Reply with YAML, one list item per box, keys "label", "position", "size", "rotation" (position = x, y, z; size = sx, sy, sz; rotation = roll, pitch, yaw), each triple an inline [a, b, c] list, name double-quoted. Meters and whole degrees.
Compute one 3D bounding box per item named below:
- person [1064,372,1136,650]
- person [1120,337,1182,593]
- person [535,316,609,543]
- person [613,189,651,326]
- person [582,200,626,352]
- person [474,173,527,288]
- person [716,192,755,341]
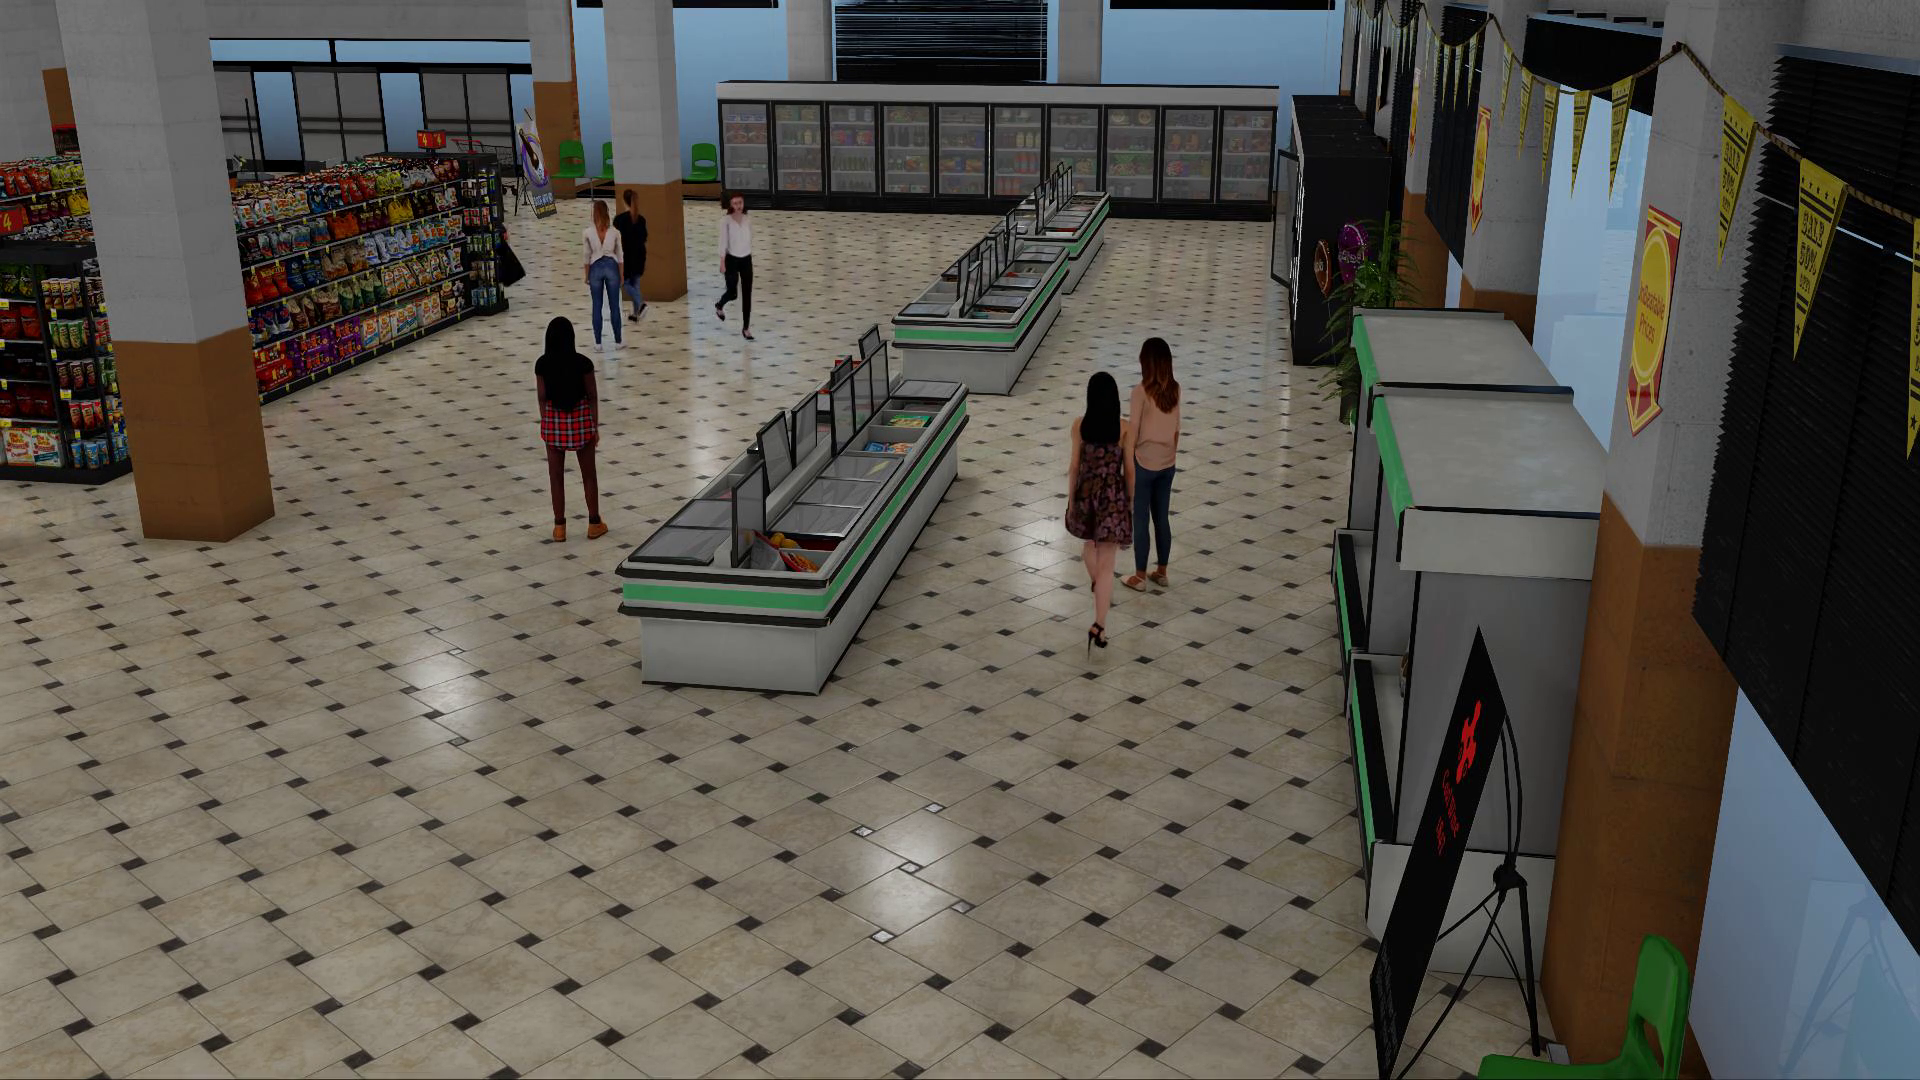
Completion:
- label: "person"
  position: [0.878, -0.121, 10.586]
  size: [0.614, 1.671, 1.299]
  rotation: [4, 19, 12]
- label: "person"
  position: [1.345, -0.525, 11.596]
  size: [0.663, 1.791, 0.708]
  rotation: [-10, 21, -28]
- label: "person"
  position: [-2.971, -0.845, 12.643]
  size: [0.683, 1.728, 0.697]
  rotation: [-3, 19, -8]
- label: "person"
  position: [-4.008, -3.444, 20.445]
  size: [0.936, 1.670, 0.974]
  rotation: [-15, 24, -38]
- label: "person"
  position: [-4.117, -3.058, 19.218]
  size: [0.685, 1.722, 0.668]
  rotation: [-3, 19, -9]
- label: "person"
  position: [-6.557, -4.218, 22.837]
  size: [1.098, 1.606, 1.092]
  rotation: [-10, 21, -28]
- label: "person"
  position: [-2.685, -3.258, 19.775]
  size: [0.990, 1.744, 1.026]
  rotation: [-15, 24, -38]
